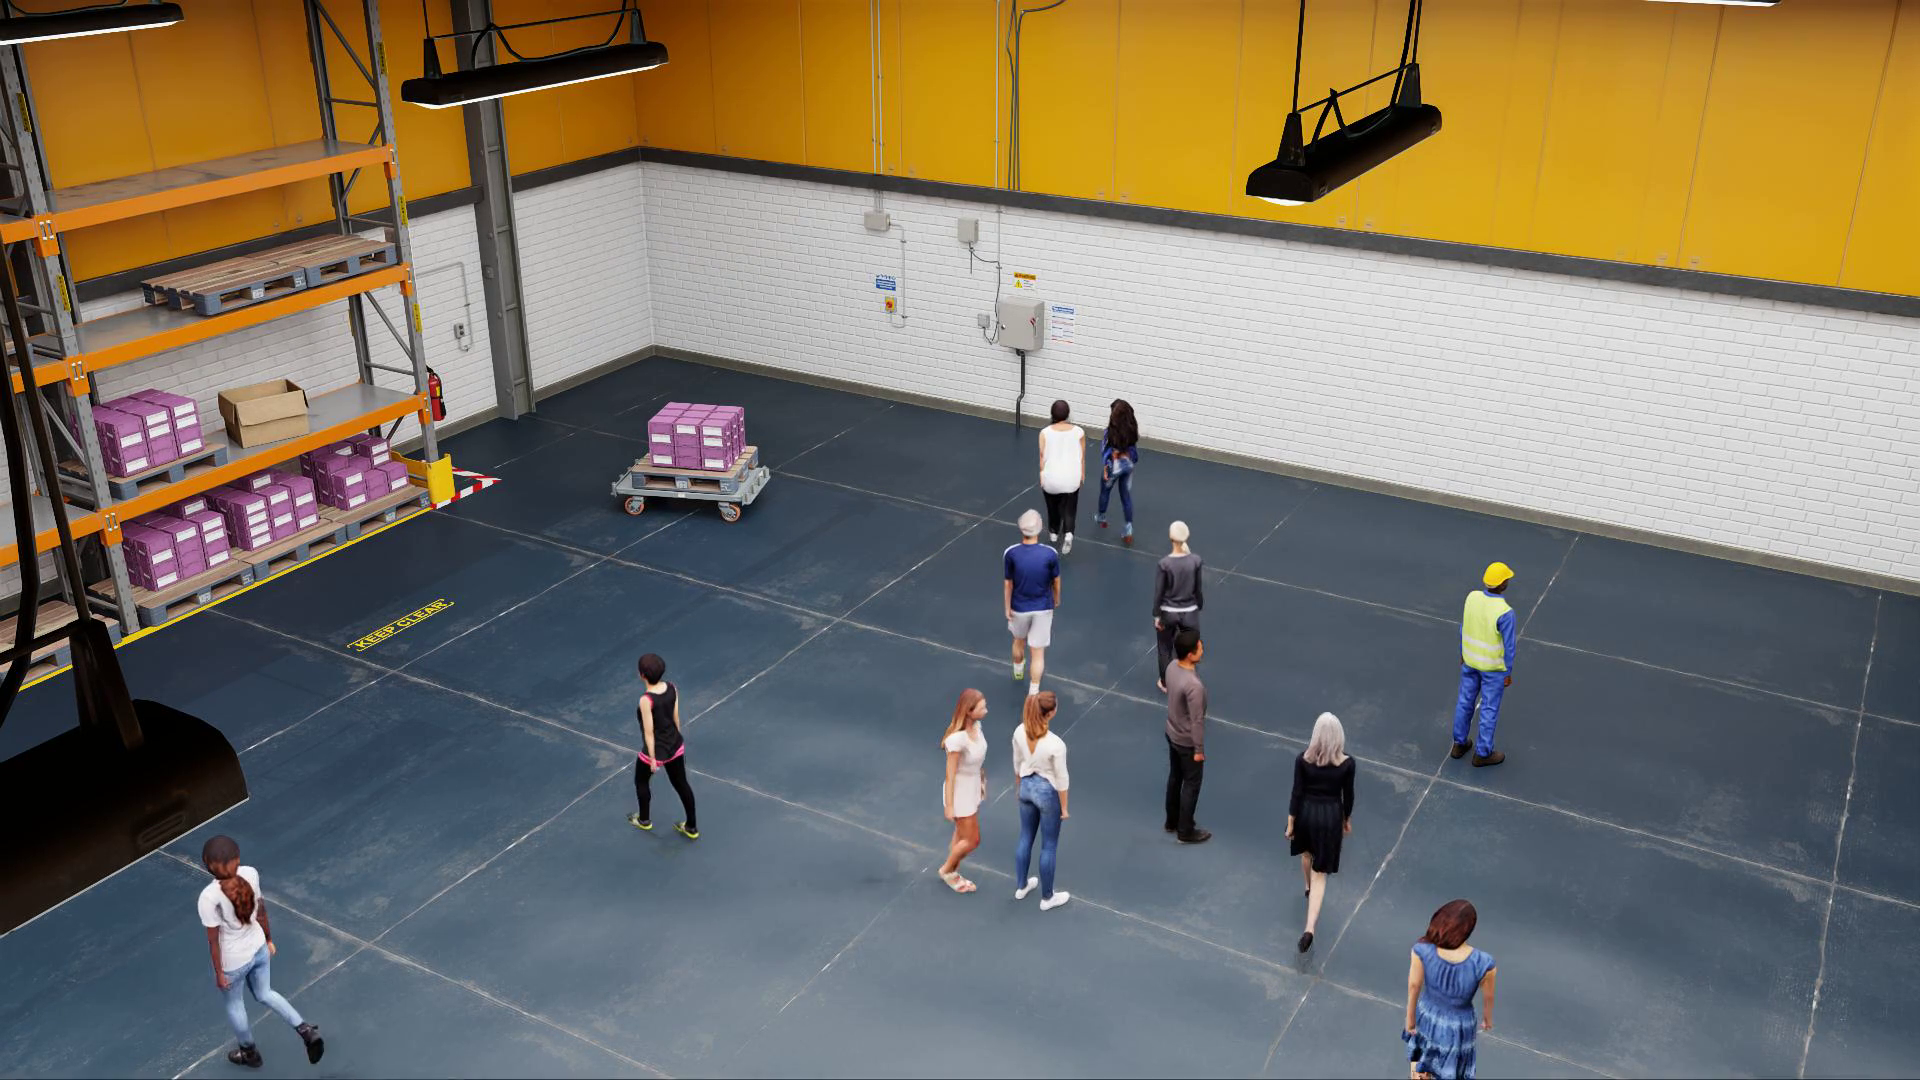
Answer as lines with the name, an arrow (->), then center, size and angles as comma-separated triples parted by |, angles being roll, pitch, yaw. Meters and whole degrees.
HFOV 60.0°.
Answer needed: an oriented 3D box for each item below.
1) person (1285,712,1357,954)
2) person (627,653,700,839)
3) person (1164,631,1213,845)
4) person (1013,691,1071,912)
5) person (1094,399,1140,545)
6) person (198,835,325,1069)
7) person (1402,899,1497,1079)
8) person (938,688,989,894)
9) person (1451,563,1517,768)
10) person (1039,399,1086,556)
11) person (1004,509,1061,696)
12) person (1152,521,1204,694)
person -> 2.504, 2.051, 11.548 | 0.847, 1.703, 1.228 | 4, 24, 9
person -> -2.247, 1.617, 12.770 | 0.658, 1.521, 0.790 | 16, 28, 32
person -> 1.688, 1.490, 12.756 | 0.808, 1.765, 0.752 | -13, 27, -27
person -> 0.573, 1.855, 11.976 | 0.651, 1.719, 0.577 | 19, 30, 37
person -> 1.757, -0.729, 18.051 | 1.003, 1.589, 1.029 | -10, 25, -21
person -> -4.371, 2.602, 10.290 | 0.718, 1.703, 0.914 | 9, 25, 20
person -> 2.762, 2.889, 9.530 | 0.642, 1.785, 0.744 | 13, 27, 27
person -> -0.052, 1.817, 12.106 | 0.677, 1.686, 0.526 | 10, 26, 23
person -> 4.347, 1.013, 13.786 | 0.715, 1.813, 0.740 | -18, 29, -35
person -> 1.076, -0.658, 17.800 | 0.948, 1.660, 1.134 | 1, 24, 3
person -> 0.639, 0.639, 14.656 | 0.895, 1.802, 1.129 | 3, 24, 6
person -> 1.955, 0.660, 14.722 | 0.890, 1.710, 1.015 | -1, 24, -3
